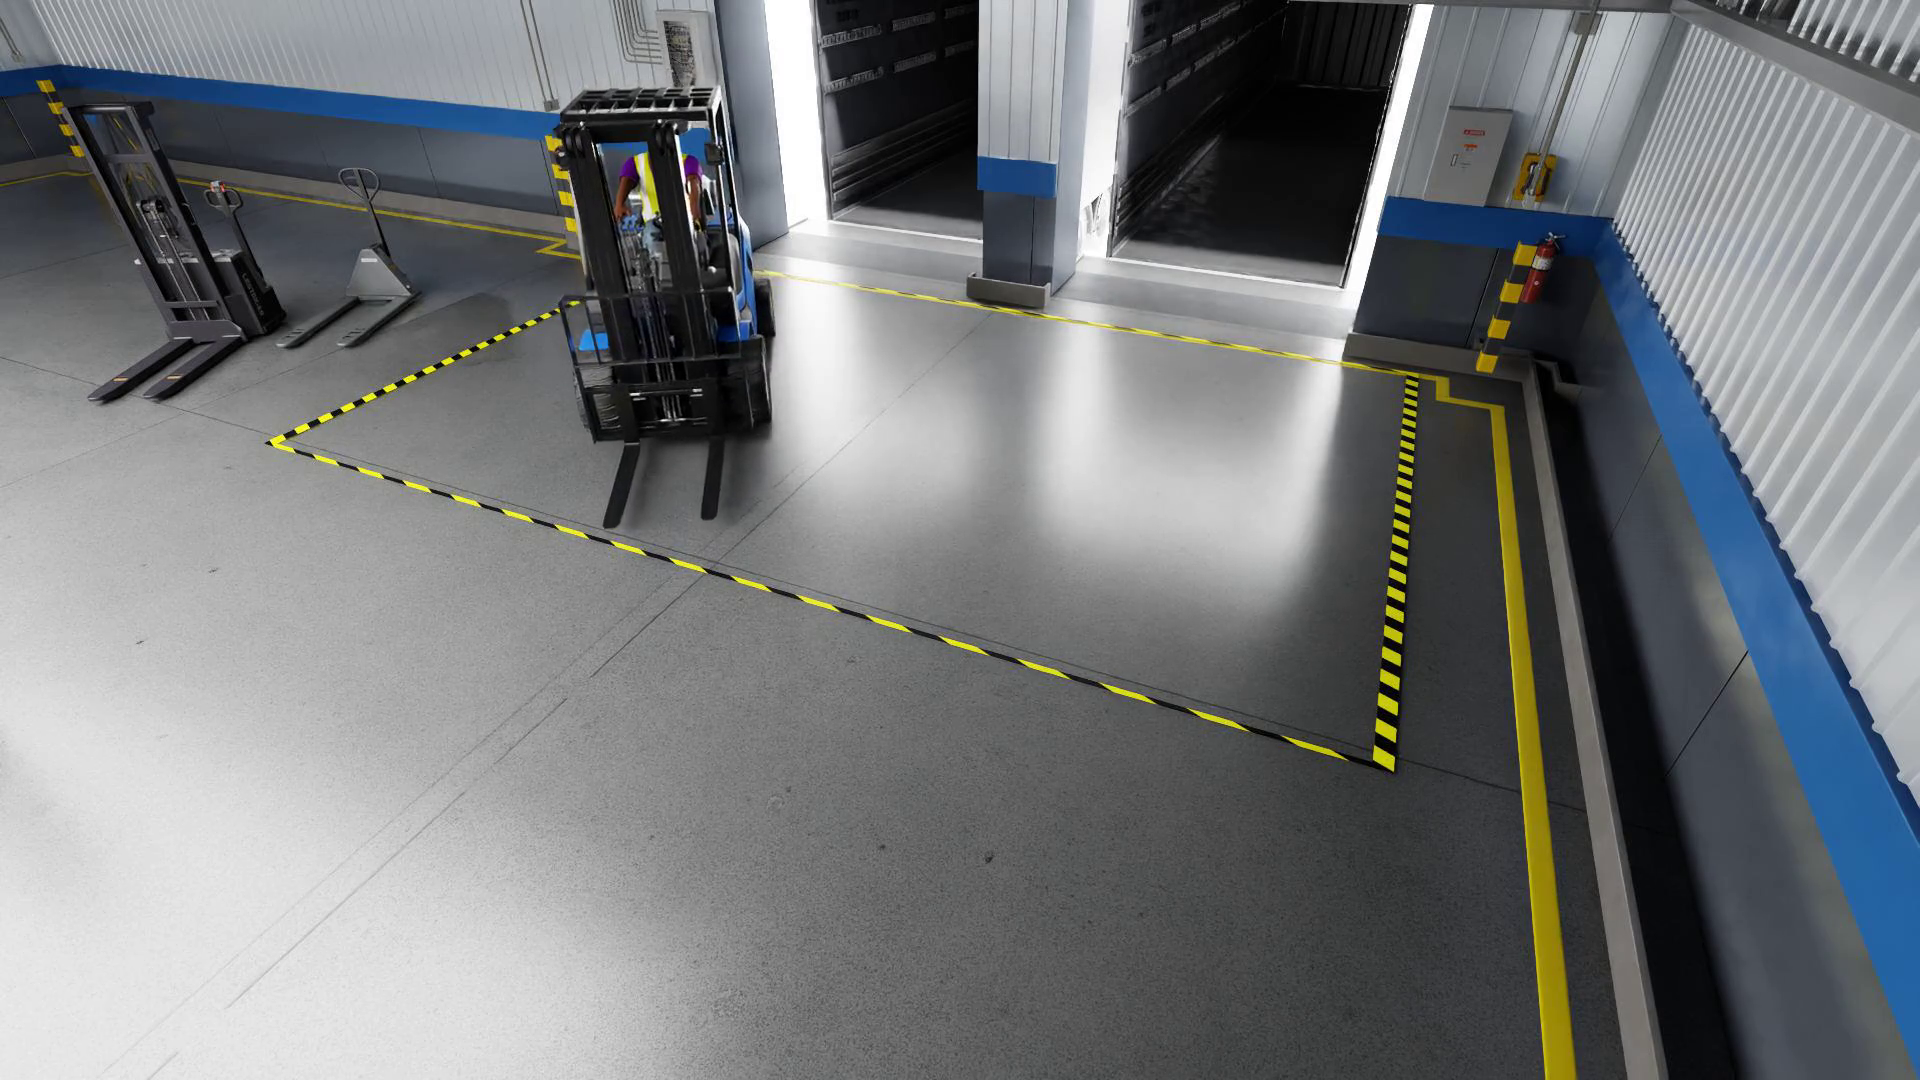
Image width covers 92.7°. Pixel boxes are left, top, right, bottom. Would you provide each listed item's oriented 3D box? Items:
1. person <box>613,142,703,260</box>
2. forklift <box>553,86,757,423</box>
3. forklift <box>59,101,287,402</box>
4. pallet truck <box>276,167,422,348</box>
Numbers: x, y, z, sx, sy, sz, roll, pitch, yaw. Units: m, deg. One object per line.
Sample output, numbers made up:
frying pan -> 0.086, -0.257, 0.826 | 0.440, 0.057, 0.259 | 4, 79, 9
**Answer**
person -> -2.226, -2.405, 6.823 | 0.635, 1.294, 1.004 | -5, 35, -7
forklift -> -2.228, -2.286, 6.980 | 1.157, 2.036, 2.680 | -5, 35, -7
forklift -> -6.686, -2.387, 7.434 | 0.823, 1.965, 1.885 | -3, 35, -5
pallet truck -> -5.732, -2.611, 8.414 | 0.680, 1.201, 1.601 | -1, 35, -1
